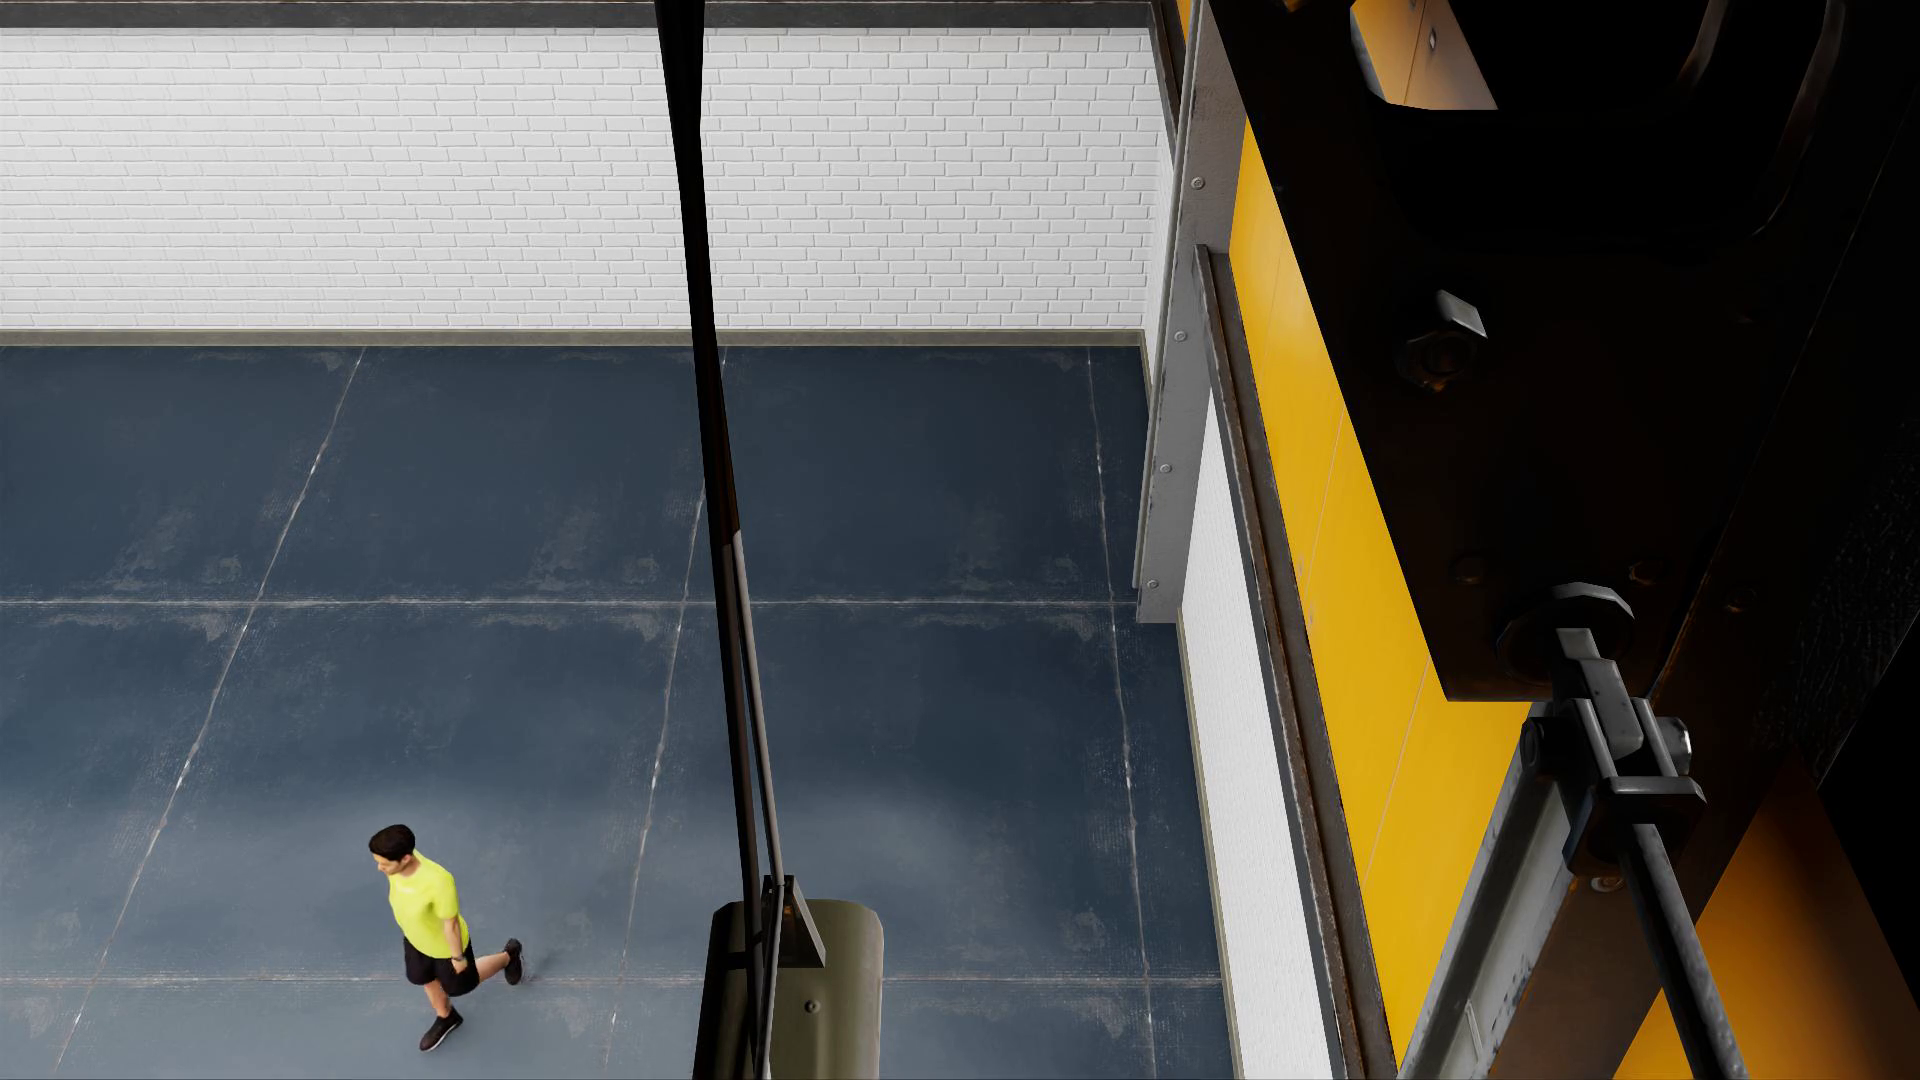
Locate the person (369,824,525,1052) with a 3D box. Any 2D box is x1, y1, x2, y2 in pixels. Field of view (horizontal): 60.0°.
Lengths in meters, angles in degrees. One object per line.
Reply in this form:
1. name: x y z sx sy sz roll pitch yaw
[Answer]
1. person: -2.717 2.020 8.766 0.892 1.693 1.045 21 48 21
